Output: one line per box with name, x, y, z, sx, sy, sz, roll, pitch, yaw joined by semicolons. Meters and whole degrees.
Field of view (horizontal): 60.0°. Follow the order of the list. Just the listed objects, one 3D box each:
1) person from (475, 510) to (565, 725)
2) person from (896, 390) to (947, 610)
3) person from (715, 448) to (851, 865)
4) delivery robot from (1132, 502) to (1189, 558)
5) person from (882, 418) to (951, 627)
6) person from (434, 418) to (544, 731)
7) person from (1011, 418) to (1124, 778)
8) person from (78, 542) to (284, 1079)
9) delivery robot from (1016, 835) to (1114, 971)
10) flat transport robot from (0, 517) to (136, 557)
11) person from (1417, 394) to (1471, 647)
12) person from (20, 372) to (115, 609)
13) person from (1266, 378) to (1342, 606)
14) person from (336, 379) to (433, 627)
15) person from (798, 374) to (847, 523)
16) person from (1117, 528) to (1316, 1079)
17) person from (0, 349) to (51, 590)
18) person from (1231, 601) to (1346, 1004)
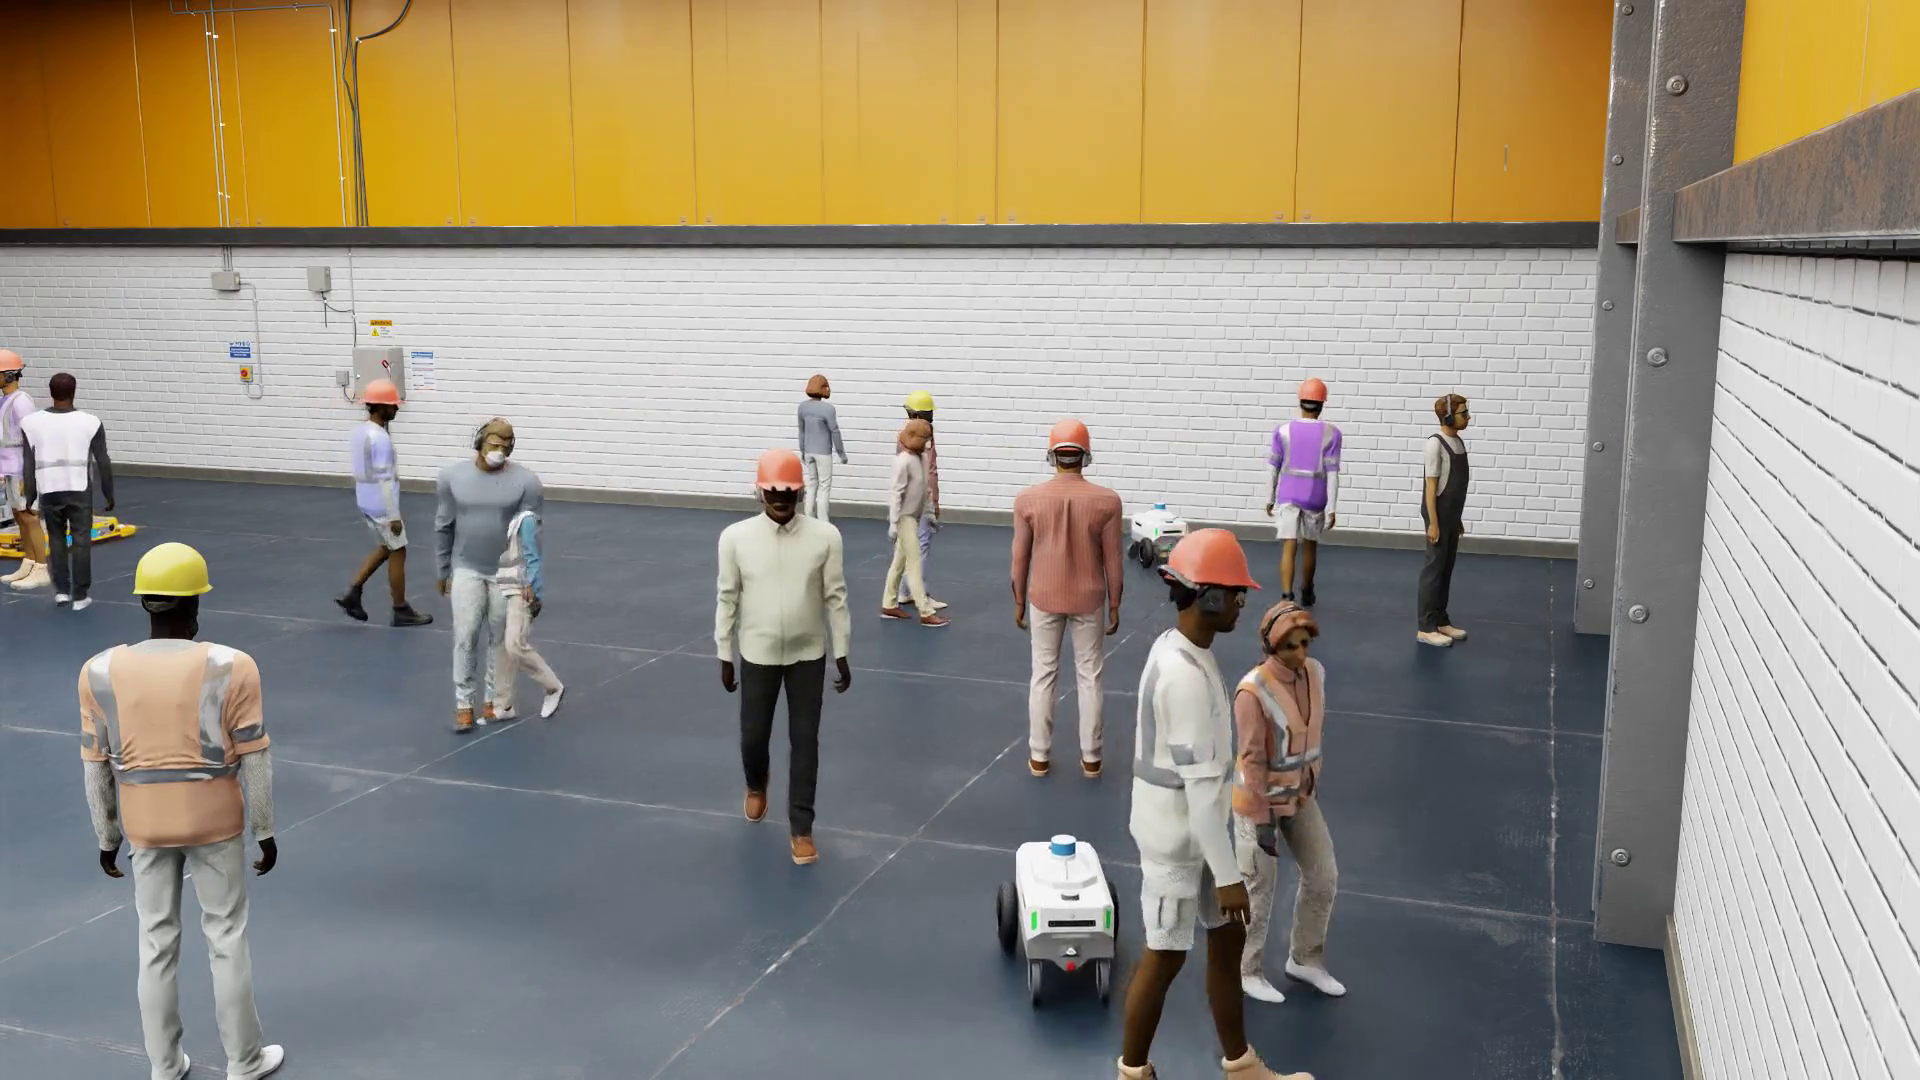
person;-2.738;0.328;10.148;0.456;1.630;0.545;-10;14;-43
person;-0.325;-0.324;13.417;0.316;1.769;0.525;-7;12;-33
person;-0.853;0.529;8.016;0.644;1.978;0.659;-2;10;-12
delivery robot;1.840;-0.103;15.321;0.477;0.478;0.707;-2;10;-12
person;-0.339;-0.142;12.851;0.576;1.615;0.543;4;11;19
person;-2.832;0.207;10.045;0.665;1.901;0.624;-2;10;-9
person;0.588;0.326;9.140;0.617;1.987;0.406;1;10;6
person;-2.657;0.963;5.717;0.594;1.924;0.383;-1;10;-7
delivery robot;0.414;1.430;6.683;0.477;0.478;0.707;0;10;-2
flat transport robot;-8.763;-0.054;16.104;0.652;0.197;1.431;2;10;12
person;3.569;-0.152;12.225;0.337;1.846;0.514;8;13;37
person;-7.179;-0.401;13.439;0.632;1.904;0.592;-3;11;-18
person;2.702;-0.330;13.144;0.582;1.892;0.997;3;11;18
person;-4.417;-0.270;12.671;0.619;1.922;0.589;-7;12;-35
person;-1.411;-0.865;16.858;0.509;1.633;0.334;8;13;40
person;0.849;0.976;5.422;0.764;2.015;0.665;2;10;12
person;-8.065;-0.601;14.196;0.373;2.043;0.615;-9;14;-42
person;1.236;1.014;6.323;0.532;1.616;0.505;-9;14;-42
